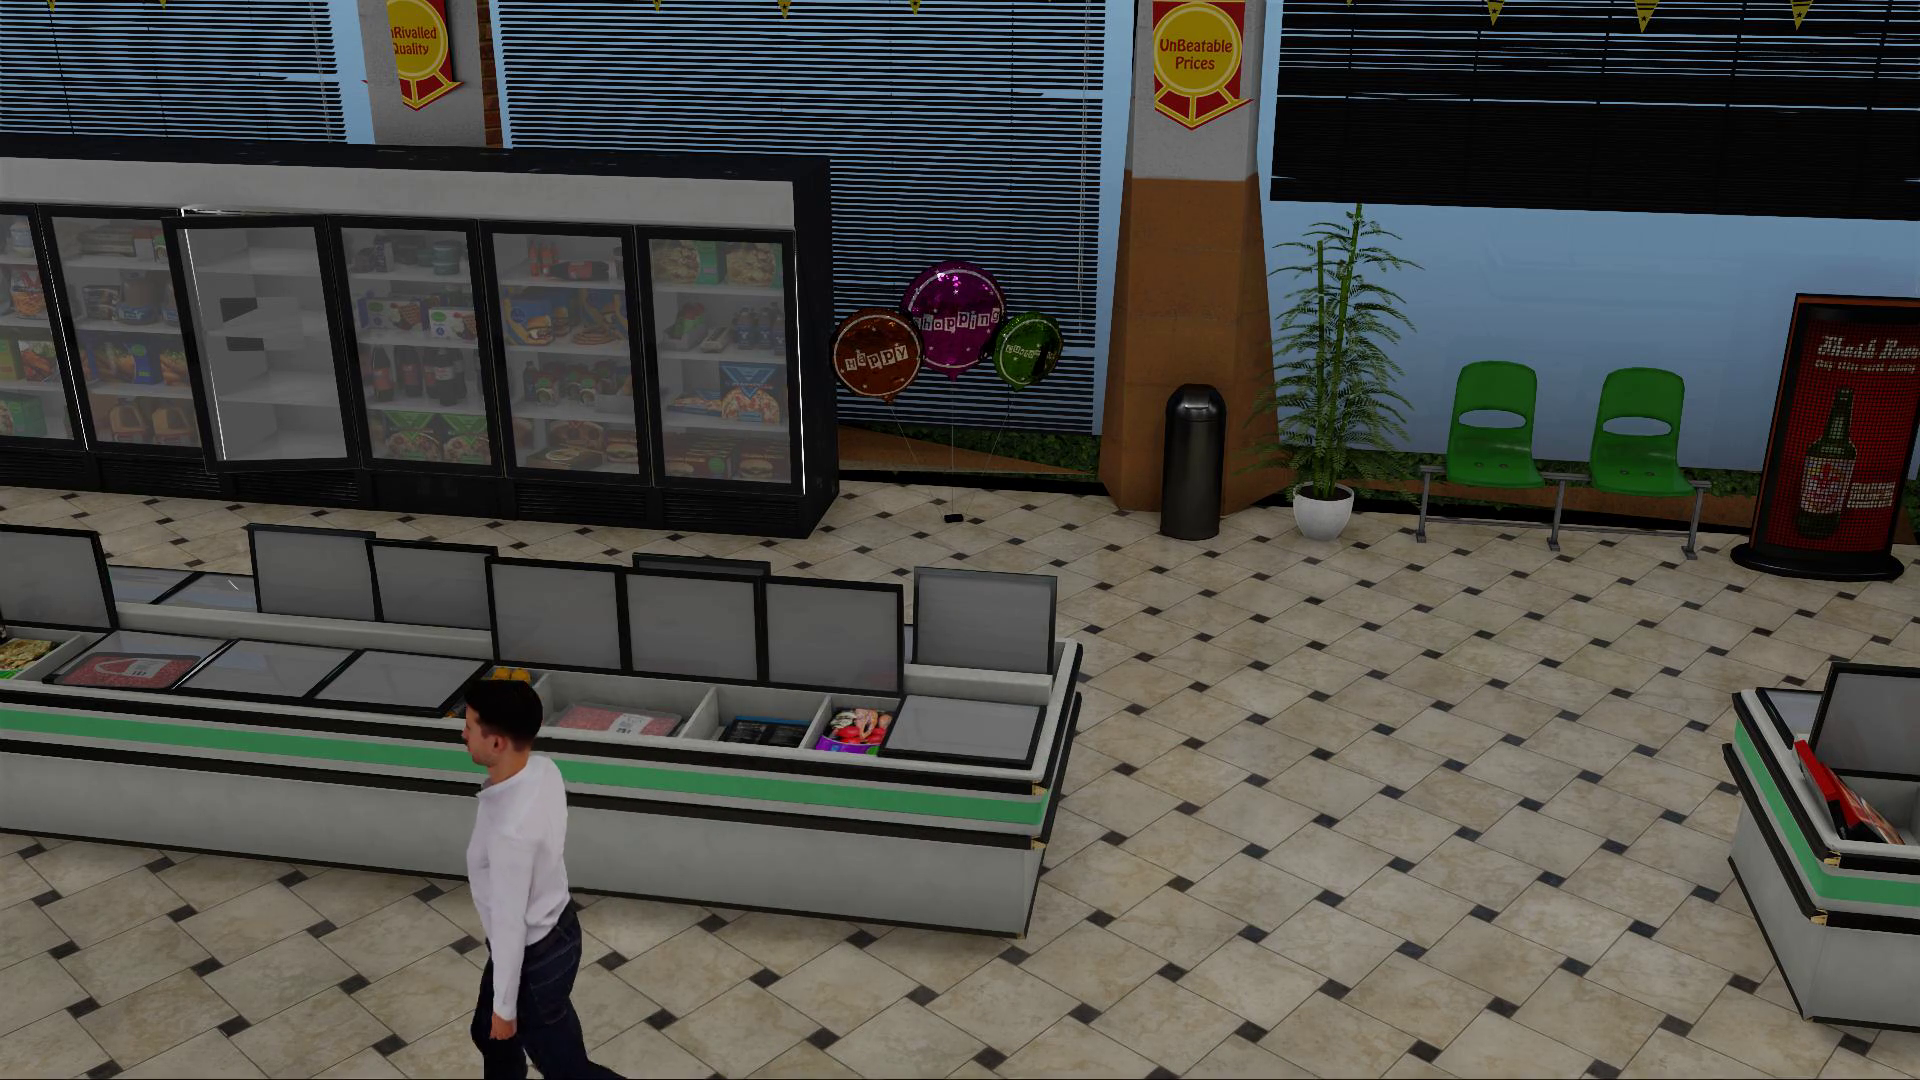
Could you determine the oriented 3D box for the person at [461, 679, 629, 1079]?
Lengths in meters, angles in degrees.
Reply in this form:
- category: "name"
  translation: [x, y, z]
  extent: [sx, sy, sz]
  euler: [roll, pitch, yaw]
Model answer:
- category: "person"
  translation: [-1.204, 1.276, 5.085]
  extent: [1.249, 1.852, 0.794]
  euler: [-1, 22, -1]
